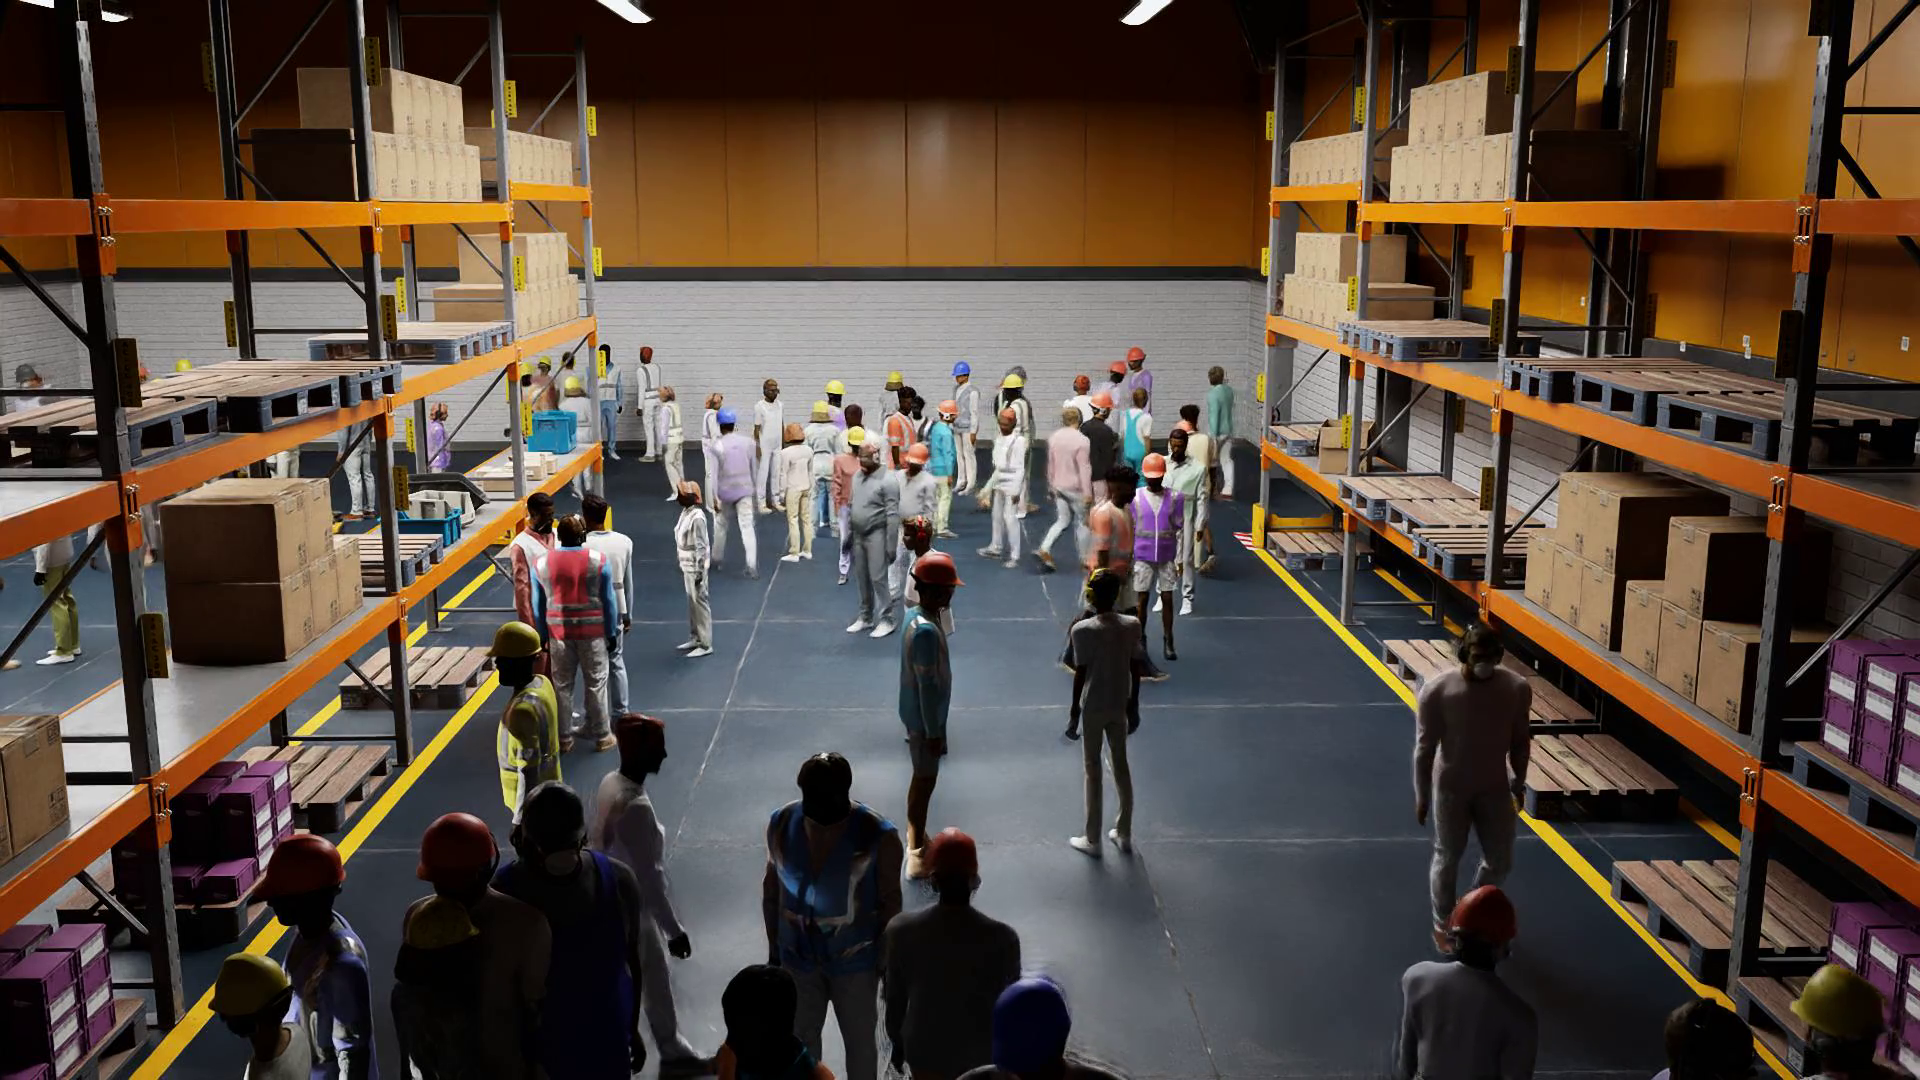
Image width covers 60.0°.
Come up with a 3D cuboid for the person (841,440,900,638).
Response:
[{"bbox_3d":[-0.856,-0.024,16.107,0.399,1.905,0.666,-9,14,-38],"label":"person"}]

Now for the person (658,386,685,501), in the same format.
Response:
[{"bbox_3d":[-4.081,-1.375,23.582,0.336,1.630,0.563,2,11,9],"label":"person"}]

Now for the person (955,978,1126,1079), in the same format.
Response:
[{"bbox_3d":[0.287,2.203,4.924,0.649,1.899,0.894,0,11,-2],"label":"person"}]

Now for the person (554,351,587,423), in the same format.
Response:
[{"bbox_3d":[-6.176,-2.061,26.417,0.544,1.870,0.347,0,11,0],"label":"person"}]

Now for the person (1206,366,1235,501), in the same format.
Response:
[{"bbox_3d":[3.575,-1.507,23.506,0.765,1.909,0.658,8,14,36],"label":"person"}]

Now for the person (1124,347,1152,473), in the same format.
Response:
[{"bbox_3d":[2.686,-1.911,25.291,0.466,2.027,0.617,-5,12,-24],"label":"person"}]

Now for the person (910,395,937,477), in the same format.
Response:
[{"bbox_3d":[-0.546,-1.098,22.027,0.549,1.678,0.411,3,12,13],"label":"person"}]

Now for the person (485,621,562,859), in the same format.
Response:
[{"bbox_3d":[-2.340,1.380,8.998,0.363,1.928,0.587,-2,11,-8],"label":"person"}]

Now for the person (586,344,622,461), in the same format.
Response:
[{"bbox_3d":[-5.831,-2.263,27.318,0.592,1.915,0.401,-7,13,-32],"label":"person"}]

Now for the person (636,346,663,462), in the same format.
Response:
[{"bbox_3d":[-5.073,-2.214,27.134,0.358,1.883,0.572,5,13,26],"label":"person"}]

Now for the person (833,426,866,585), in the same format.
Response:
[{"bbox_3d":[-1.133,-0.380,18.245,0.522,1.763,0.319,-1,11,-5],"label":"person"}]

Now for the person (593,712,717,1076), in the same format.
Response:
[{"bbox_3d":[-1.459,1.695,7.631,0.602,1.877,0.585,-3,12,-16],"label":"person"}]

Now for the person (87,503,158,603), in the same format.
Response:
[{"bbox_3d":[-8.105,0.071,16.018,0.592,1.734,0.596,10,15,41],"label":"person"}]

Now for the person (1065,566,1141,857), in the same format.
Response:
[{"bbox_3d":[0.914,1.090,10.612,0.533,1.864,0.310,-5,12,-25],"label":"person"}]

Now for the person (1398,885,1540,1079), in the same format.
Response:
[{"bbox_3d":[1.799,2.085,6.028,0.896,1.709,0.566,-11,16,-44],"label":"person"}]

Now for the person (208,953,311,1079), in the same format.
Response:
[{"bbox_3d":[-2.224,2.174,5.425,0.324,1.765,0.531,-3,12,-13],"label":"person"}]

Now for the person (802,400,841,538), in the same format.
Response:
[{"bbox_3d":[-1.734,-0.881,20.821,0.511,1.733,0.331,0,11,-2],"label":"person"}]

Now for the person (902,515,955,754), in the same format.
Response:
[{"bbox_3d":[-0.239,0.713,12.585,0.393,1.836,0.561,-1,11,-6],"label":"person"}]

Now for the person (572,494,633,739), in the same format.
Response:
[{"bbox_3d":[-2.798,0.594,13.001,0.403,1.908,0.597,9,14,38],"label":"person"}]

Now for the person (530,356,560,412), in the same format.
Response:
[{"bbox_3d":[-6.670,-2.079,26.780,0.535,1.755,0.342,-1,11,-3],"label":"person"}]

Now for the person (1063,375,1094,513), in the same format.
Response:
[{"bbox_3d":[1.650,-1.293,22.510,0.584,1.882,0.337,-4,12,-18],"label":"person"}]

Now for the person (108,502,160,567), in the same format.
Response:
[{"bbox_3d":[-9.567,-0.693,19.105,0.685,2.000,0.535,1,11,5],"label":"person"}]

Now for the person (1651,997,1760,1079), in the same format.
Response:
[{"bbox_3d":[2.054,2.217,4.773,0.368,1.939,0.633,7,13,30],"label":"person"}]

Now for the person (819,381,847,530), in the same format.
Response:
[{"bbox_3d":[-1.626,-1.092,21.423,0.394,1.919,0.586,-11,16,-44],"label":"person"}]

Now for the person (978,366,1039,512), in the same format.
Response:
[{"bbox_3d":[0.681,-1.363,22.464,0.797,2.000,0.690,-8,14,-35],"label":"person"}]

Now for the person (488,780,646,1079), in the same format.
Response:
[{"bbox_3d":[-1.467,1.876,6.225,0.679,2.000,0.537,-7,13,-31],"label":"person"}]

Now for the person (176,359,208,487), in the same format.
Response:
[{"bbox_3d":[-11.376,-1.702,24.498,0.410,1.917,0.589,10,15,41],"label":"person"}]

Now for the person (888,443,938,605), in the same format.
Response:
[{"bbox_3d":[-0.563,-0.131,17.087,0.586,1.715,0.600,9,14,38],"label":"person"}]

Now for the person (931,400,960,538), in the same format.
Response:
[{"bbox_3d":[-0.174,-0.894,20.876,0.354,1.737,0.575,-3,12,-15],"label":"person"}]

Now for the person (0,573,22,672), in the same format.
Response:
[{"bbox_3d":[-8.700,0.271,14.769,0.512,1.842,0.330,6,13,26],"label":"person"}]

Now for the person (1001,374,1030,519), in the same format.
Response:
[{"bbox_3d":[0.727,-1.240,22.135,0.387,1.926,0.591,2,11,11],"label":"person"}]

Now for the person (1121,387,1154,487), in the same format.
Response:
[{"bbox_3d":[2.263,-1.074,21.564,0.519,1.829,0.750,10,15,40],"label":"person"}]

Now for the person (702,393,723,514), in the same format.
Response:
[{"bbox_3d":[-3.338,-1.176,22.541,0.311,1.639,0.513,-3,12,-15],"label":"person"}]

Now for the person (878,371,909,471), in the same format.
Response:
[{"bbox_3d":[-0.957,-1.603,24.419,0.487,1.744,0.312,5,12,24],"label":"person"}]
